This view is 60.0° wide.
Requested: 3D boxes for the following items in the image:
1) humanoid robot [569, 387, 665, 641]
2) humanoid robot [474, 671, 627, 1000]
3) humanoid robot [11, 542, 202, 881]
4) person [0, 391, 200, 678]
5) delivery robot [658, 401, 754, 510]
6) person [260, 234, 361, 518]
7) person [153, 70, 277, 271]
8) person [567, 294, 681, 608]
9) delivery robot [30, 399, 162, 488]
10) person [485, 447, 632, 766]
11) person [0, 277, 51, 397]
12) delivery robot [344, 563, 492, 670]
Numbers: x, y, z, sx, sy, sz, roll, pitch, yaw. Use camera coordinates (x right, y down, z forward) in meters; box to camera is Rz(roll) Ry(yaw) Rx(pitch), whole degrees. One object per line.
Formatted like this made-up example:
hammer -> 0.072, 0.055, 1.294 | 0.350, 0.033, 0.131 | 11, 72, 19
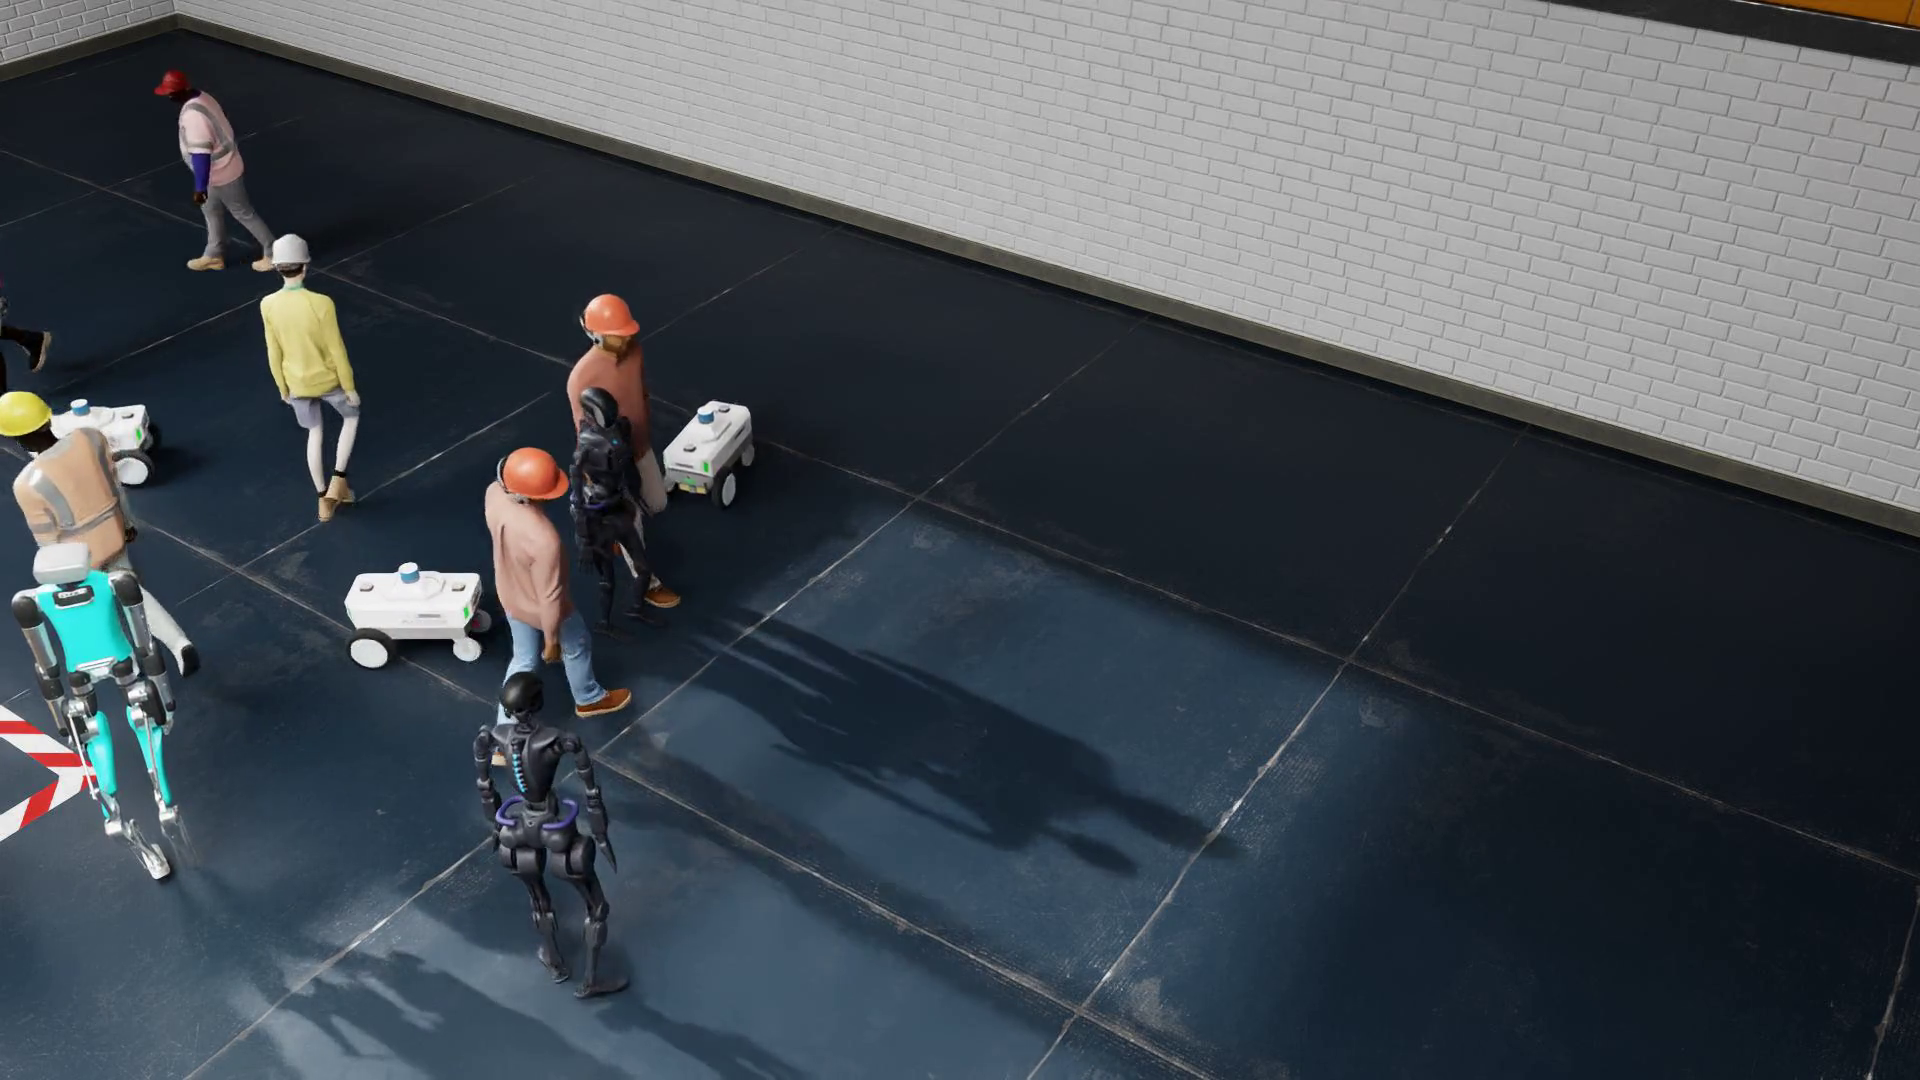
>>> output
humanoid robot -> -1.961, -0.142, 9.240 | 0.371, 1.641, 0.608 | 14, 37, 19
humanoid robot -> -1.792, 1.309, 7.171 | 0.603, 1.646, 0.459 | 5, 35, 7
humanoid robot -> -3.896, 0.957, 7.724 | 0.530, 1.885, 0.788 | -14, 37, -19
person -> -4.575, 0.028, 8.800 | 0.657, 1.897, 0.607 | 15, 38, 20
delivery robot -> -1.637, -0.593, 10.856 | 0.499, 0.587, 0.774 | 11, 36, 15
person -> -3.987, -0.989, 10.304 | 0.527, 1.848, 0.457 | 1, 35, 1
person -> -5.911, -2.898, 13.149 | 0.857, 1.706, 0.636 | -12, 37, -17
person -> -1.974, -0.525, 9.525 | 0.672, 1.973, 0.625 | 17, 38, 23
delivery robot -> -5.685, -0.642, 10.943 | 0.806, 0.608, 0.499 | -9, 36, -13
person -> -2.117, 0.312, 8.381 | 0.618, 1.918, 0.888 | 23, 41, 29
person -> -6.699, -1.780, 11.362 | 0.633, 1.931, 0.751 | 15, 38, 21
delivery robot -> -3.101, 0.405, 9.450 | 0.809, 0.611, 0.499 | 0, 35, 0
